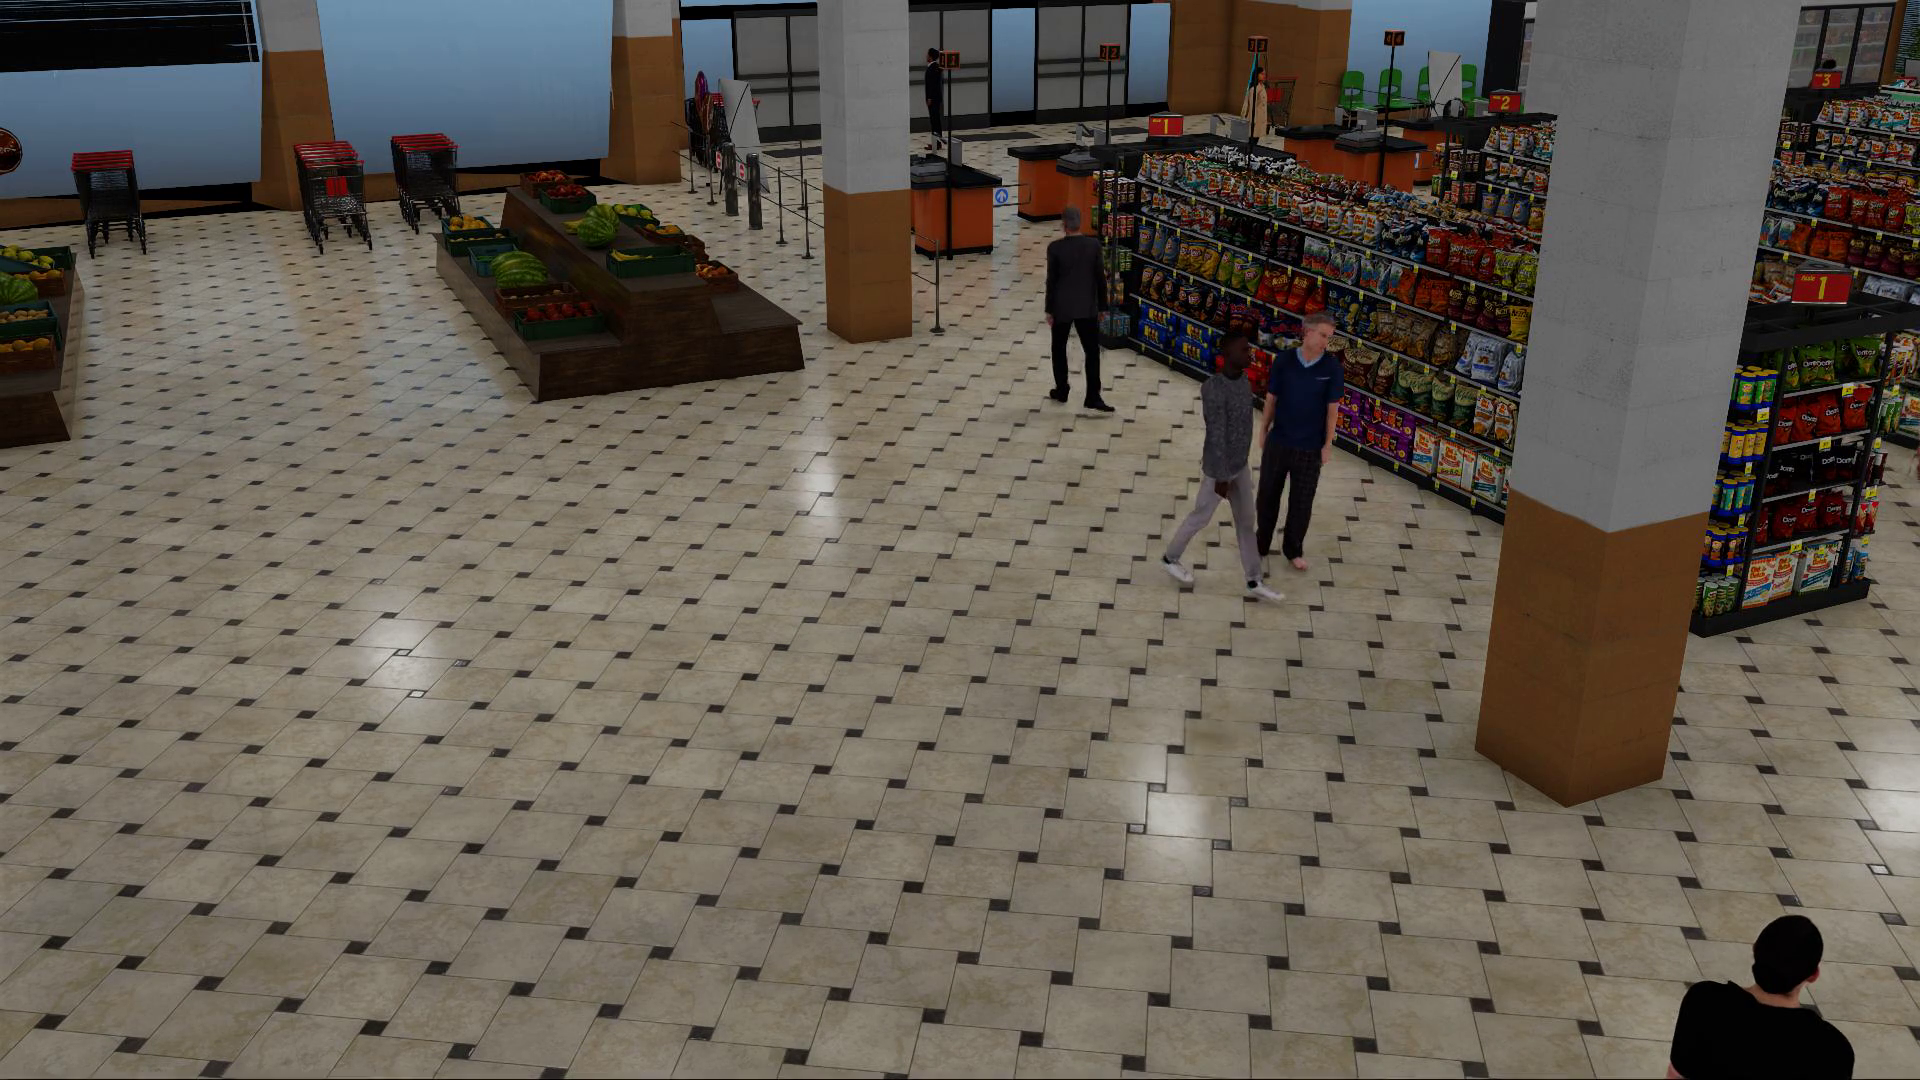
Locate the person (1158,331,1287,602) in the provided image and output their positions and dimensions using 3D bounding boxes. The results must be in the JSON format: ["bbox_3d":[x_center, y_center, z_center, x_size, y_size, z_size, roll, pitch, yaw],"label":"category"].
[{"bbox_3d":[1.674,-0.491,11.047,1.297,1.798,1.071,16,27,34],"label":"person"}]

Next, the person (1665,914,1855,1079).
[{"bbox_3d":[2.371,1.915,5.112,0.729,1.758,0.842,16,27,34],"label":"person"}]

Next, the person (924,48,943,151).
[{"bbox_3d":[-0.457,-7.731,29.163,0.759,1.725,0.678,6,23,14],"label":"person"}]

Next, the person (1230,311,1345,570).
[{"bbox_3d":[2.277,-0.682,11.459,0.835,1.845,0.960,15,26,33],"label":"person"}]

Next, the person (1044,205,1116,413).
[{"bbox_3d":[1.044,-2.051,14.936,1.015,1.793,1.113,1,22,3],"label":"person"}]

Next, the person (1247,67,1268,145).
[{"bbox_3d":[4.761,-6.761,26.807,0.739,1.682,0.717,11,24,26],"label":"person"}]

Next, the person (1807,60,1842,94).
[{"bbox_3d":[13.309,-6.491,25.909,0.805,1.851,1.008,-13,25,-30],"label":"person"}]
